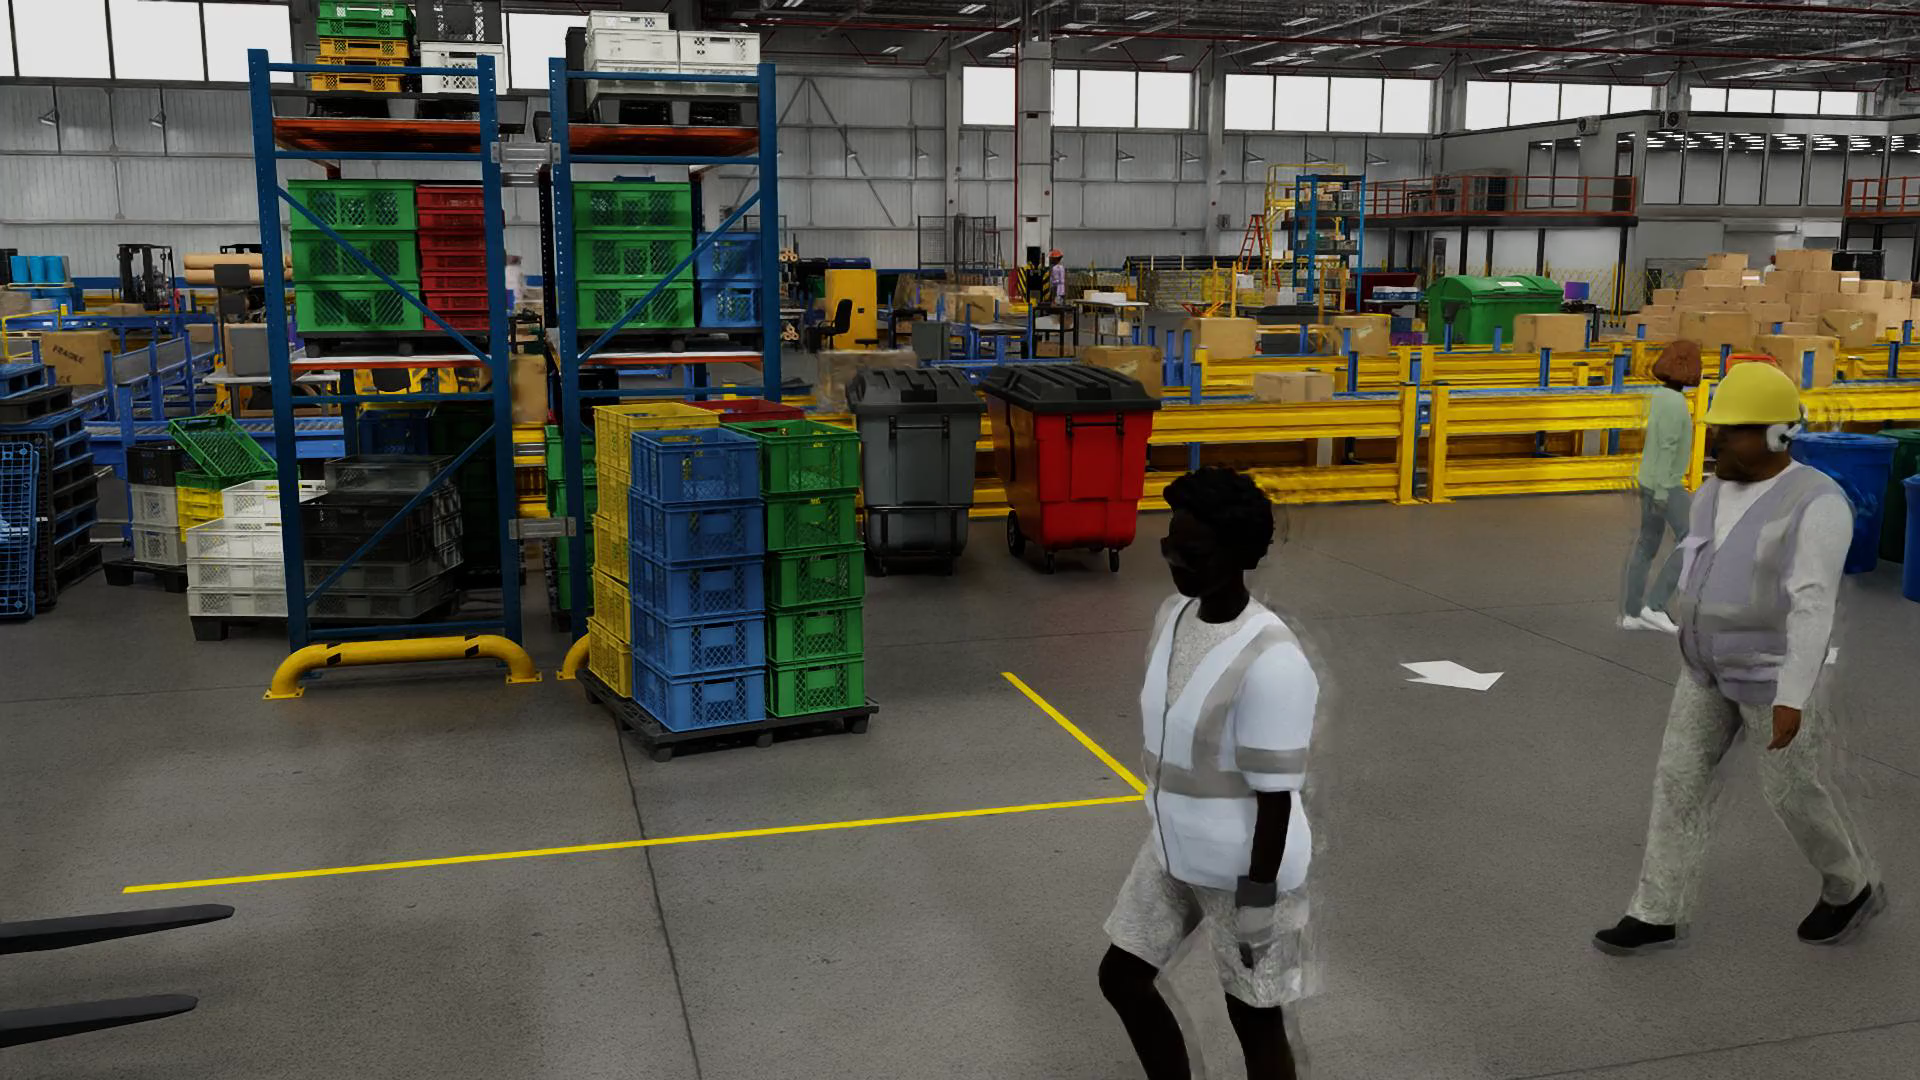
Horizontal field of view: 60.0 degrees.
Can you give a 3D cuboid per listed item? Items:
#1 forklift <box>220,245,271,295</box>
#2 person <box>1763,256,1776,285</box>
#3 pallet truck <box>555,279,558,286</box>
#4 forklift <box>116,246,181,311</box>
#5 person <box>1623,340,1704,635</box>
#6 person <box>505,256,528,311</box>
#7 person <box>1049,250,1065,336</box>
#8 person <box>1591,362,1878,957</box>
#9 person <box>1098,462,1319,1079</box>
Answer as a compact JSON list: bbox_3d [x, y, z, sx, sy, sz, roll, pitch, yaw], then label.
[{"bbox_3d":[-17.749,-6.334,41.440,1.157,1.987,2.680,-3,10,-17],"label":"forklift"},{"bbox_3d":[24.369,-7.584,49.826,0.939,1.840,0.589,-3,10,-17],"label":"person"},{"bbox_3d":[-10.604,-6.375,44.520,0.653,1.274,1.630,-3,10,-15],"label":"pallet truck"},{"bbox_3d":[-19.966,-6.232,40.894,1.157,1.987,2.680,-3,10,-15],"label":"forklift"},{"bbox_3d":[3.883,-0.280,9.104,0.429,1.618,0.500,2,10,10],"label":"person"},{"bbox_3d":[-11.769,-6.551,43.937,0.705,1.872,0.414,-1,10,-5],"label":"person"},{"bbox_3d":[2.286,-5.857,39.486,0.385,2.045,0.605,3,11,19],"label":"person"},{"bbox_3d":[2.395,0.368,4.944,0.885,1.800,0.589,-3,11,-18],"label":"person"},{"bbox_3d":[0.518,0.674,3.496,0.514,1.678,0.548,-4,11,-23],"label":"person"}]
